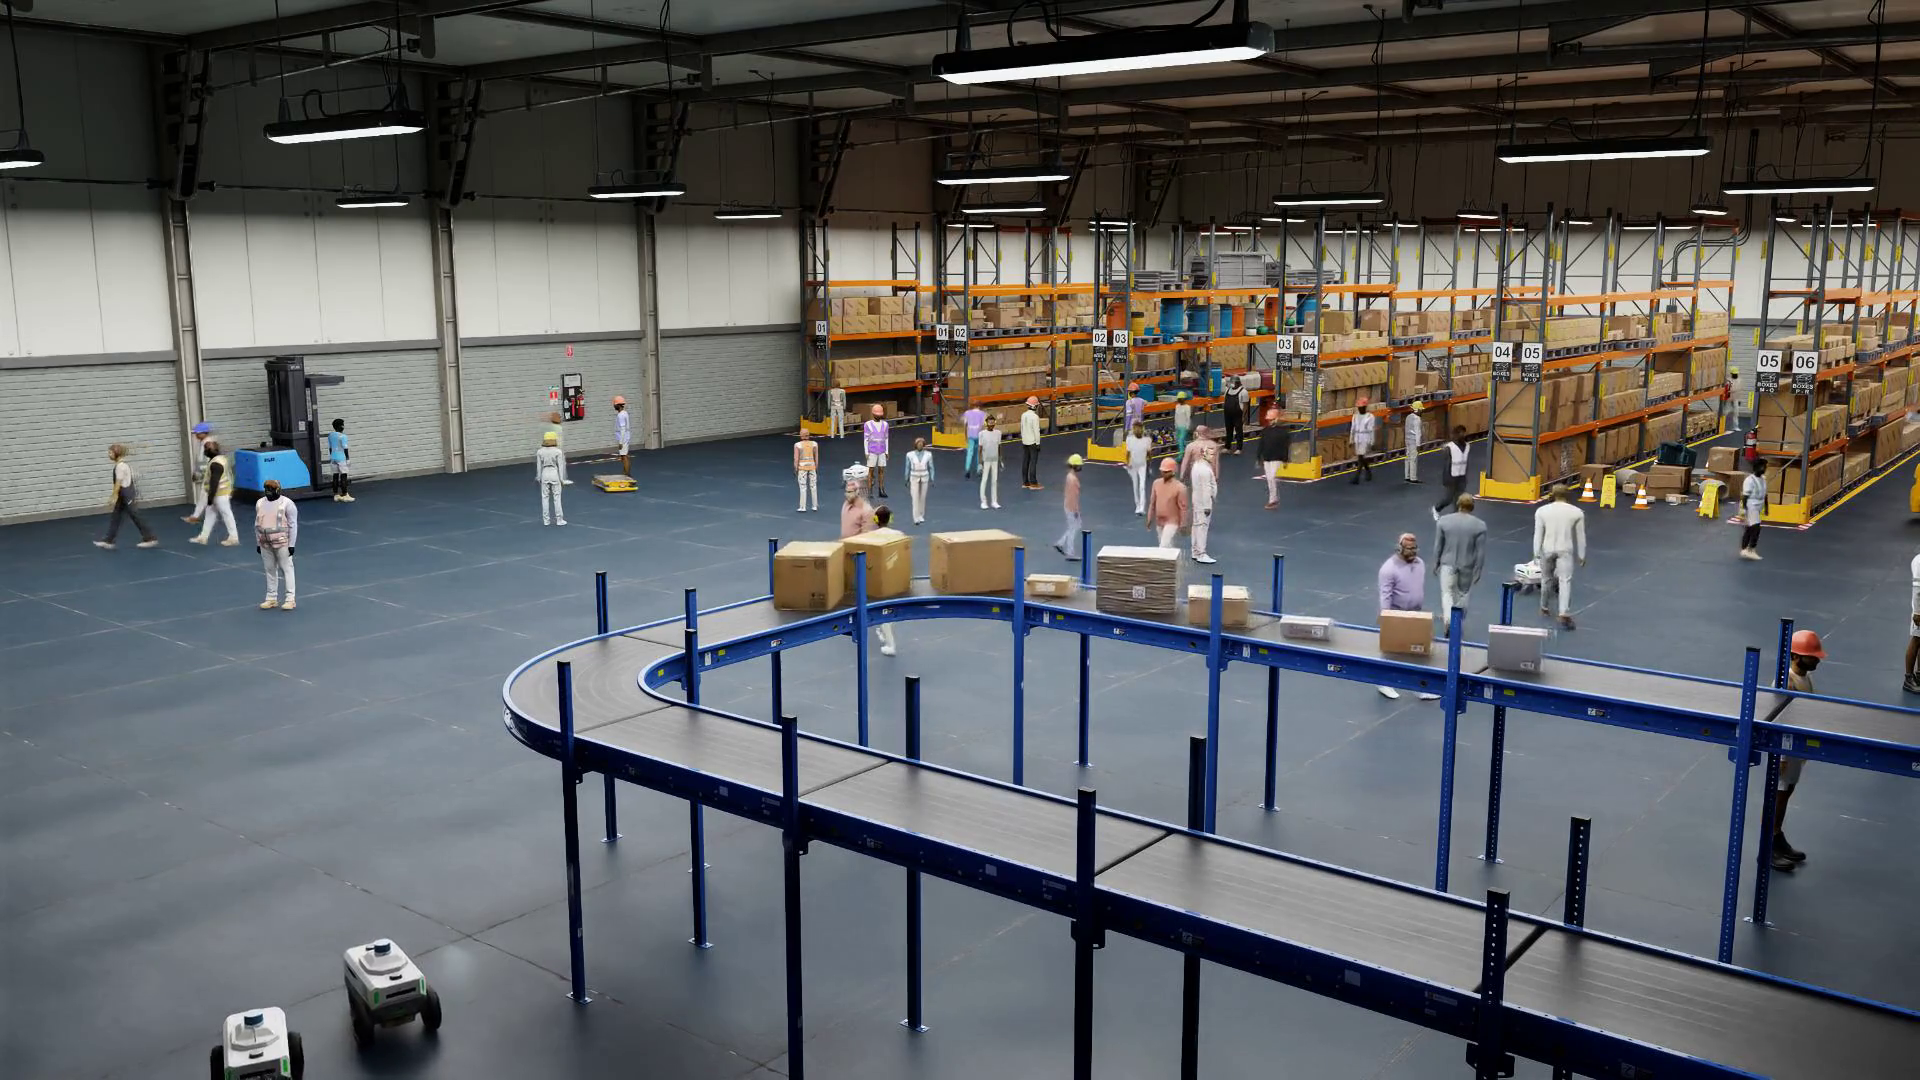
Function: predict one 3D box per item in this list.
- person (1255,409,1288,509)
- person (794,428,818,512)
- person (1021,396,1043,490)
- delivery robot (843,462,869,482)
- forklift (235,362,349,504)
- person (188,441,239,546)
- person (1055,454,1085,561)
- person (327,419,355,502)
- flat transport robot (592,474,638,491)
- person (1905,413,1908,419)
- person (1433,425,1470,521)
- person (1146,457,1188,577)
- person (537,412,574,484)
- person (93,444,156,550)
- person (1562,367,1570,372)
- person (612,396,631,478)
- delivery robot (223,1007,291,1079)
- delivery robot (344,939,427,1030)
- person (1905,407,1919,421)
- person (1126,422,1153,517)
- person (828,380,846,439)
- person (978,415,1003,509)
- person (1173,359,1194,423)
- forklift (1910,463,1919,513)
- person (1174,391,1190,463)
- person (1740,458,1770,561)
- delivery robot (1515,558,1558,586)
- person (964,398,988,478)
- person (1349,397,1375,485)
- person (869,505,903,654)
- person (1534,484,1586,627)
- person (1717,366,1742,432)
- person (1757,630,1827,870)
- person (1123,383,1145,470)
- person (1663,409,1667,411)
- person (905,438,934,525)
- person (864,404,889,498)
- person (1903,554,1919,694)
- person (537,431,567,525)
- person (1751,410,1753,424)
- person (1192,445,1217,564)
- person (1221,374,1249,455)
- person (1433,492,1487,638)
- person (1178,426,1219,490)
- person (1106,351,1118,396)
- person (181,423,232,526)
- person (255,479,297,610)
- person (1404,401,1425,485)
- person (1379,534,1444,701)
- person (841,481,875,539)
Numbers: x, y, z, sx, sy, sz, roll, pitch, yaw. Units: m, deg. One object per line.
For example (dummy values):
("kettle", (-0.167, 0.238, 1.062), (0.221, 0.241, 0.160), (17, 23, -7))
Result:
("person", (6.097, -1.586, 30.823), (0.600, 1.970, 0.635), (-8, 13, -37))
("person", (-2.998, -1.363, 30.528), (0.513, 1.638, 0.313), (-5, 11, -26))
("person", (1.544, -2.097, 33.655), (0.381, 1.994, 0.617), (-6, 12, -31))
("delivery robot", (-2.223, -1.457, 33.957), (0.477, 0.478, 0.707), (6, 12, 30))
("forklift", (-13.803, -2.244, 32.110), (1.129, 2.768, 1.873), (8, 13, 37))
("person", (-12.826, -0.776, 26.729), (0.874, 1.806, 0.660), (-5, 11, -25))
("person", (1.839, -0.530, 25.535), (0.389, 1.755, 0.525), (1, 10, 3))
("person", (-12.618, -1.624, 31.833), (0.529, 1.694, 0.321), (6, 12, 29))
("flat transport robot", (-7.468, -1.242, 33.810), (0.652, 0.197, 1.431), (-5, 11, -26))
("person", (26.810, -3.969, 44.428), (0.923, 1.908, 0.611), (3, 11, 18))
("person", (9.078, -1.179, 28.769), (0.593, 1.902, 0.622), (-6, 12, -31))
("person", (3.182, -0.298, 23.643), (0.921, 1.963, 0.622), (-8, 13, -39))
("person", (-8.890, -2.003, 34.221), (0.743, 1.613, 0.514), (-8, 13, -39))
("person", (-14.189, -0.725, 26.501), (0.953, 1.800, 0.513), (-6, 12, -31))
("person", (17.509, -4.113, 45.365), (0.606, 1.859, 0.774), (6, 12, 31))
("person", (-7.452, -2.204, 34.416), (0.376, 1.936, 0.549), (0, 10, -3))
("delivery robot", (-4.076, 2.964, 9.061), (0.477, 0.478, 0.707), (-5, 12, -25))
("delivery robot", (-3.684, 2.798, 10.010), (0.477, 0.478, 0.707), (-7, 12, -36))
("person", (26.306, -3.660, 42.941), (0.596, 1.824, 1.001), (-9, 13, -41))
("person", (3.446, -1.369, 30.097), (0.505, 1.808, 1.016), (2, 10, 13))
("person", (-3.393, -3.604, 43.166), (0.508, 1.629, 0.314), (1, 10, 7))
("person", (0.601, -1.555, 30.967), (0.532, 1.866, 0.310), (-4, 11, -21))
("person", (6.775, -4.509, 47.372), (0.664, 1.949, 0.614), (-9, 14, -42))
("forklift", (19.034, -1.348, 28.998), (2.313, 2.155, 1.214), (8, 13, 37))
("person", (5.470, -2.767, 38.151), (0.629, 1.747, 0.528), (-7, 12, -33))
("person", (13.037, -0.497, 25.510), (0.557, 1.674, 0.592), (-7, 12, -35))
("delivery robot", (8.583, 0.467, 23.132), (0.707, 0.478, 0.477), (-3, 10, -17))
("person", (0.343, -2.317, 35.443), (0.590, 1.804, 0.894), (2, 10, 10))
("person", (8.912, -2.207, 34.546), (0.889, 1.908, 0.555), (-9, 13, -40))
("person", (-1.016, 0.470, 19.674), (0.530, 1.824, 0.945), (-5, 11, -27))
("person", (8.110, 0.194, 21.172), (0.673, 1.871, 1.104), (3, 11, 18))
("person", (22.281, -4.107, 45.273), (0.623, 1.891, 0.828), (-3, 11, -19))
("person", (6.708, 1.670, 12.607), (0.545, 1.939, 0.373), (-9, 14, -42))
("person", (4.066, -2.676, 36.777), (0.373, 2.044, 0.606), (9, 14, 42))
("person", (20.371, -4.211, 45.412), (0.605, 2.045, 0.385), (5, 11, 25))
("person", (-0.741, -1.089, 29.102), (0.538, 1.593, 0.797), (-2, 10, -10))
("person", (-1.717, -1.841, 32.373), (0.544, 1.938, 0.355), (-4, 11, -24))
("person", (10.987, 0.764, 17.706), (0.543, 1.941, 0.353), (-6, 11, -28))
("person", (-7.580, -1.143, 28.999), (0.487, 1.741, 0.312), (1, 10, 6))
("person", (20.821, -3.127, 40.575), (0.513, 1.595, 0.843), (7, 12, 35))
("person", (3.980, -0.593, 25.449), (0.399, 1.905, 0.642), (-1, 10, -6))
("person", (6.948, -3.172, 39.694), (0.536, 2.000, 0.676), (-10, 14, -44))
("person", (6.436, 0.340, 20.172), (0.638, 1.918, 0.732), (3, 10, 16))
("person", (4.372, -1.164, 28.742), (0.673, 1.861, 0.865), (-4, 11, -20))
("person", (5.141, -5.352, 52.241), (0.628, 1.915, 0.812), (7, 12, 34))
("person", (-14.042, -1.236, 29.100), (0.640, 1.887, 1.037), (9, 13, 41))
("person", (-9.612, 0.056, 21.966), (0.626, 1.845, 0.429), (2, 10, 11))
("person", (9.988, -2.142, 34.378), (0.404, 1.828, 0.591), (-1, 10, -7))
("person", (4.960, 0.867, 17.284), (0.682, 1.883, 0.721), (-5, 11, -27))
("person", (-1.517, 0.135, 21.430), (0.932, 1.864, 0.678), (-9, 13, -41))
